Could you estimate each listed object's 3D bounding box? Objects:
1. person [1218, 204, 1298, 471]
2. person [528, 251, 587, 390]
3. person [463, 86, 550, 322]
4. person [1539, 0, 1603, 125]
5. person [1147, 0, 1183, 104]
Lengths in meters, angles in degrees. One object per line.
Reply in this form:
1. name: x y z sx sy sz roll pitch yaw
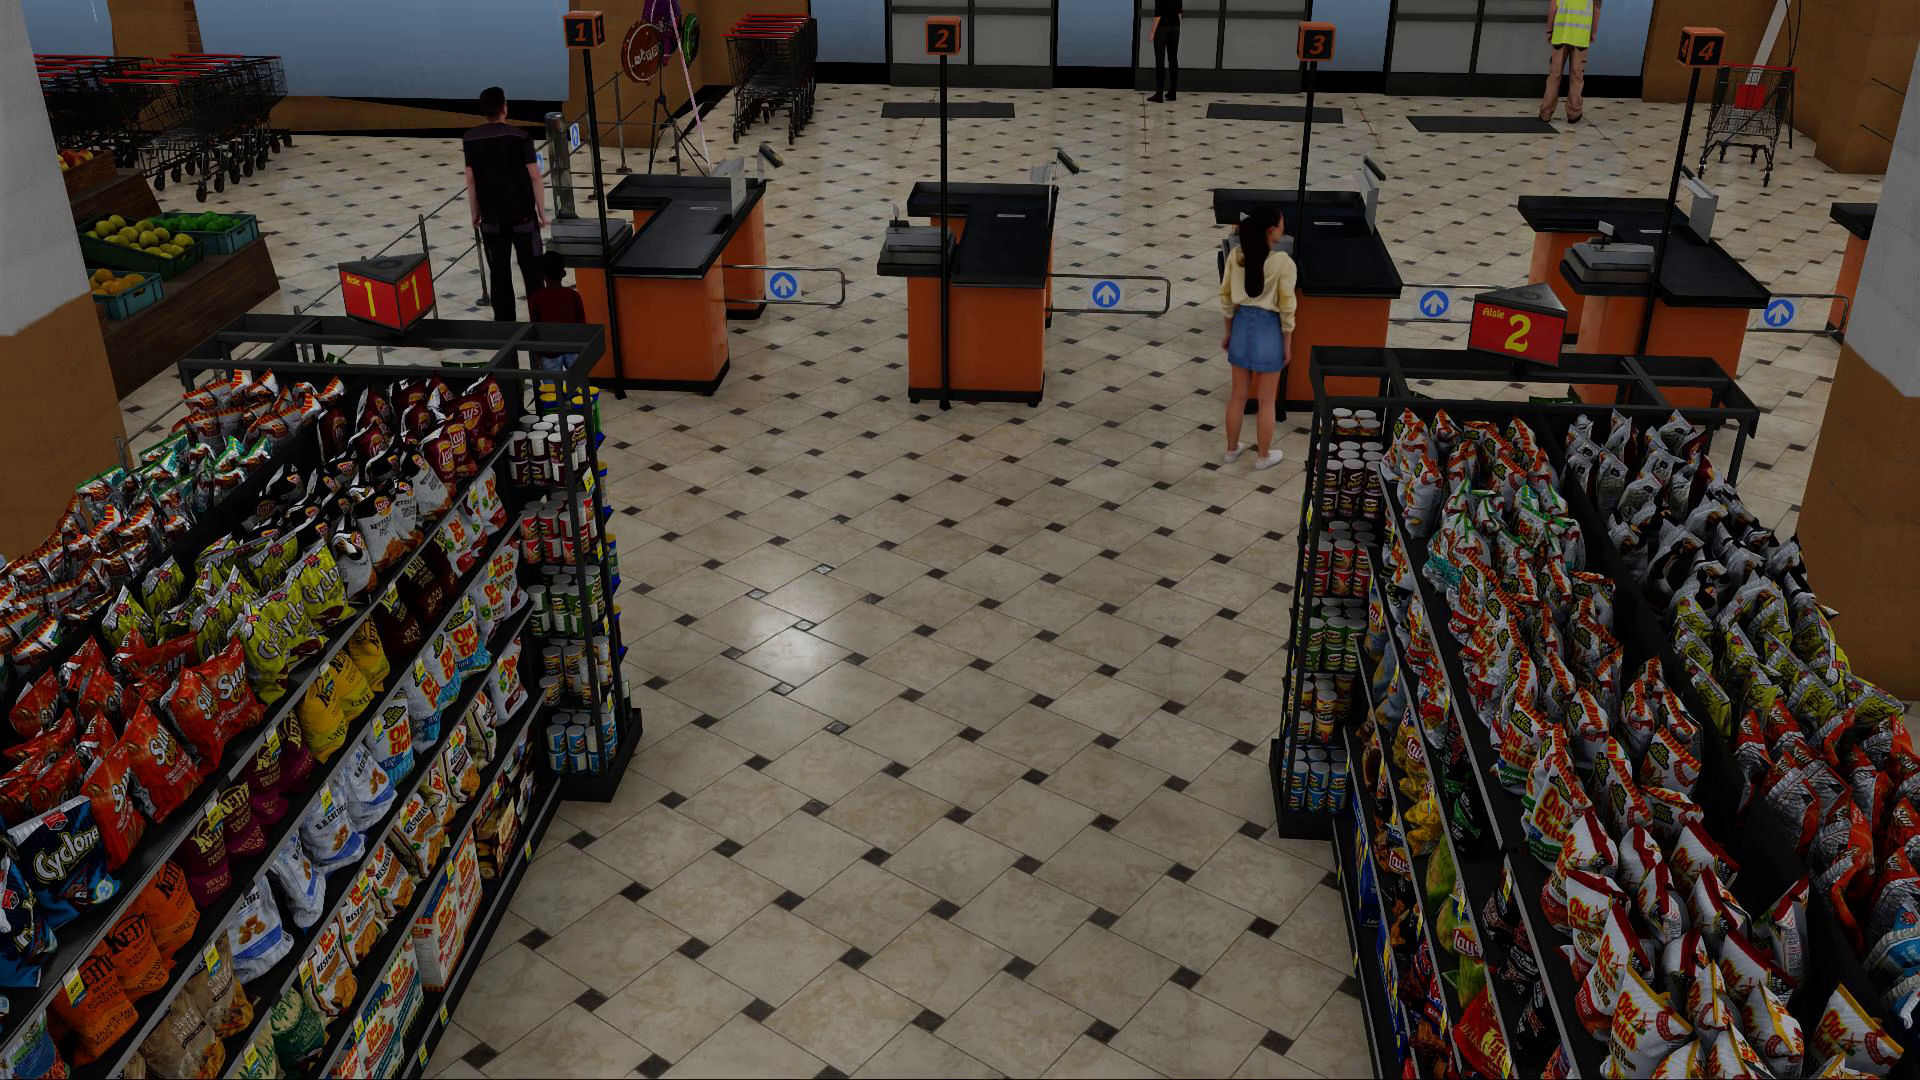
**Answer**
1. person: 1.796 -1.224 10.085 0.721 1.631 0.722 17 32 31
2. person: -2.507 -1.200 10.454 0.574 1.254 0.609 -12 29 -23
3. person: -3.281 -2.357 12.082 0.706 1.845 0.564 2 27 3
4. person: 6.762 -5.559 18.394 0.780 1.847 0.807 10 28 18
5. person: 2.421 -5.966 19.425 0.654 1.641 0.685 -16 31 -29
